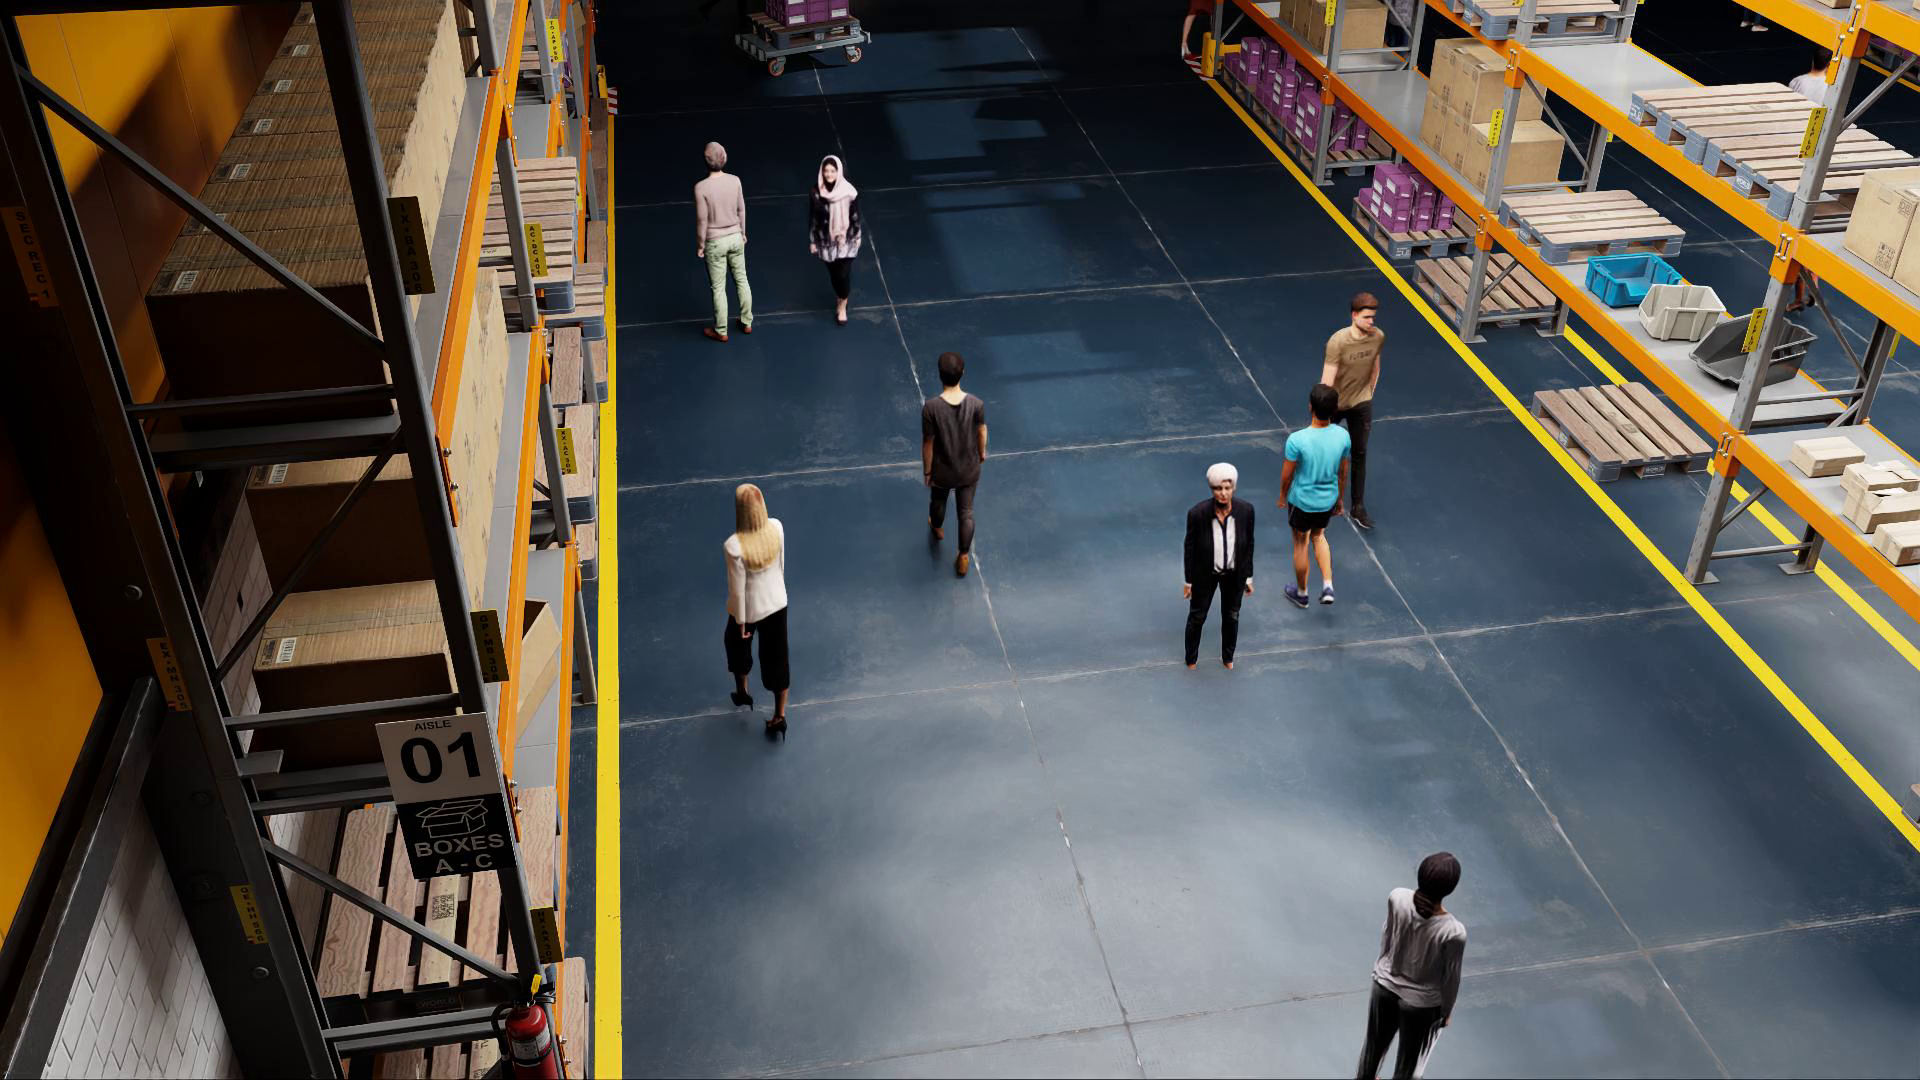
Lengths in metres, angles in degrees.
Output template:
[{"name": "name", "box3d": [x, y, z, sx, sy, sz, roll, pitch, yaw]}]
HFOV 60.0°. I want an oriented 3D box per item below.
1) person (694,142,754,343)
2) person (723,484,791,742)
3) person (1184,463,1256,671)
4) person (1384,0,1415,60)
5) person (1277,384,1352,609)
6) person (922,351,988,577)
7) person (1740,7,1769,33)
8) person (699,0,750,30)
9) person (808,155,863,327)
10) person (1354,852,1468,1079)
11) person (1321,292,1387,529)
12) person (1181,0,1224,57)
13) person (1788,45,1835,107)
[{"name": "person", "box3d": [-2.173, -2.730, 15.263, 0.767, 1.876, 0.766, -23, 40, -30]}, {"name": "person", "box3d": [-1.209, 0.491, 10.449, 0.815, 1.840, 0.932, -21, 39, -29]}, {"name": "person", "box3d": [1.767, 0.234, 11.103, 0.753, 1.778, 0.635, 0, 34, 0]}, {"name": "person", "box3d": [5.650, -6.677, 21.350, 0.972, 1.711, 1.079, 13, 36, 19]}, {"name": "person", "box3d": [2.493, -0.221, 11.590, 0.633, 1.762, 0.738, -6, 34, -9]}, {"name": "person", "box3d": [-0.027, -0.511, 12.098, 0.695, 1.683, 0.988, -2, 34, -2]}, {"name": "person", "box3d": [11.379, -8.088, 23.456, 0.664, 1.728, 0.492, -11, 35, -16]}, {"name": "person", "box3d": [-3.297, -8.031, 23.396, 0.744, 1.701, 0.942, -6, 34, -9]}, {"name": "person", "box3d": [-1.156, -2.880, 15.717, 0.757, 1.623, 0.817, 6, 34, 9]}, {"name": "person", "box3d": [2.153, 2.172, 7.980, 0.727, 1.773, 0.633, -28, 43, -35]}, {"name": "person", "box3d": [2.930, -1.084, 12.852, 0.798, 1.802, 1.282, -10, 35, -14]}, {"name": "person", "box3d": [3.223, -7.359, 22.388, 1.050, 1.696, 1.102, -28, 42, -35]}, {"name": "person", "box3d": [8.909, -4.311, 17.630, 0.757, 1.888, 0.743, 11, 35, 16]}]
